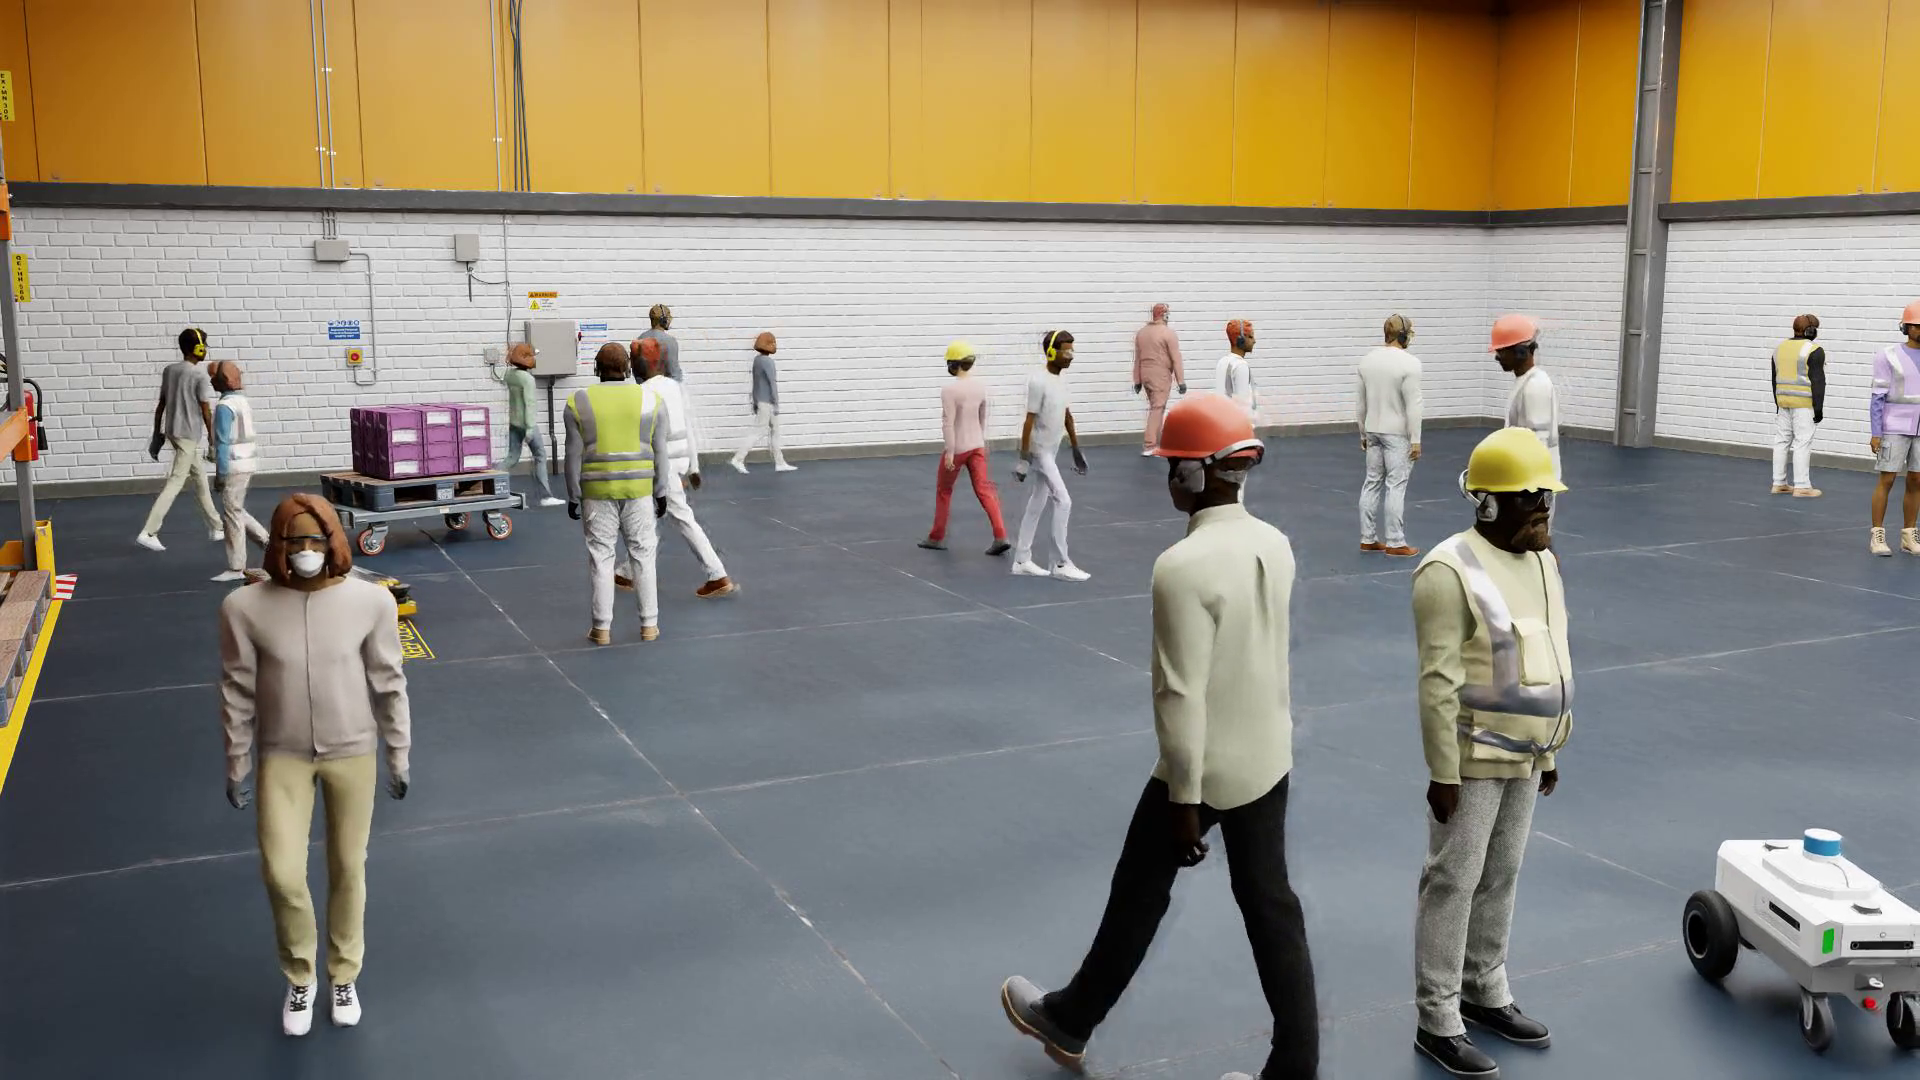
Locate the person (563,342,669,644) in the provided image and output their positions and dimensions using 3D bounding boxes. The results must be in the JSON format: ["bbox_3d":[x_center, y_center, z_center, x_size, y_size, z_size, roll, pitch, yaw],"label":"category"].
[{"bbox_3d":[-2.096,-0.284,10.165,0.633,1.841,0.429,-3,10,-19],"label":"person"}]

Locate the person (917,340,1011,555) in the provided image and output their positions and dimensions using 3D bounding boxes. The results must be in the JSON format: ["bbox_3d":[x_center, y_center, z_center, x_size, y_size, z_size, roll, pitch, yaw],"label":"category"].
[{"bbox_3d":[0.048,-0.740,13.340,0.909,1.724,0.532,9,13,44],"label":"person"}]

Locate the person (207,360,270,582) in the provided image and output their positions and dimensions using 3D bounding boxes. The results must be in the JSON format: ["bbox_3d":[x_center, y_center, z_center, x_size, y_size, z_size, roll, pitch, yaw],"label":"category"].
[{"bbox_3d":[-5.294,-0.502,12.214,0.397,1.629,0.530,-2,9,-10],"label":"person"}]

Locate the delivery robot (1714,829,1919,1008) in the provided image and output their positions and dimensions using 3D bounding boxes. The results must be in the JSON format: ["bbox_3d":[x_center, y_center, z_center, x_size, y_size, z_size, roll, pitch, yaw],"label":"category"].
[{"bbox_3d":[2.620,1.129,5.085,0.477,0.478,0.707,0,9,-1],"label":"delivery robot"}]

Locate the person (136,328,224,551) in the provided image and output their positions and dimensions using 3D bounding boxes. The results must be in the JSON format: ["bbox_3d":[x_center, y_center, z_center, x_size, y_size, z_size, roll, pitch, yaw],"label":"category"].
[{"bbox_3d":[-6.417,-0.831,13.702,0.549,1.820,1.027,5,11,30],"label":"person"}]

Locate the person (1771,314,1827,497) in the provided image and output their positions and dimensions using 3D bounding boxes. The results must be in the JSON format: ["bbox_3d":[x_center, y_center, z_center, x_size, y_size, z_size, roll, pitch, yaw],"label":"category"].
[{"bbox_3d":[8.501,-1.359,16.835,0.429,1.844,0.626,-3,10,-17],"label":"person"}]

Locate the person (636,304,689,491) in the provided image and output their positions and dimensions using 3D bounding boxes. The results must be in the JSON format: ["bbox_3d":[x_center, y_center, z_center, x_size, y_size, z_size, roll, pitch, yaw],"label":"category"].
[{"bbox_3d":[-3.091,-1.467,17.197,0.635,1.938,0.360,8,12,40],"label":"person"}]

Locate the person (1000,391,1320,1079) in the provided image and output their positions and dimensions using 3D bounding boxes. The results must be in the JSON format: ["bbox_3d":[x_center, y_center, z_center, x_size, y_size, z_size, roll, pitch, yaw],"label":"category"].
[{"bbox_3d":[0.591,0.571,4.531,1.016,1.941,0.637,9,13,43],"label":"person"}]

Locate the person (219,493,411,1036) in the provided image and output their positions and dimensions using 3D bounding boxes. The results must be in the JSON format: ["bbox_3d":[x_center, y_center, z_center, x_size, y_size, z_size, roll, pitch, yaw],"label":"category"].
[{"bbox_3d":[-1.887,0.668,4.907,0.522,1.617,0.425,-4,10,-23],"label":"person"}]

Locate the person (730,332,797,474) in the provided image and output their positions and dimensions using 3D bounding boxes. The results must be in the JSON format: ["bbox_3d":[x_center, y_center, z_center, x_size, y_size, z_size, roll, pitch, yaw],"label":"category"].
[{"bbox_3d":[-2.240,-1.546,18.734,0.792,1.604,0.507,-4,10,-26],"label":"person"}]

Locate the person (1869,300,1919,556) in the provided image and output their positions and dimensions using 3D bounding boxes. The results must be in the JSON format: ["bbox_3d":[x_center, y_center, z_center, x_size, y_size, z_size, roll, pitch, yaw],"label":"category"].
[{"bbox_3d":[7.559,-0.882,13.235,0.607,2.048,0.370,0,9,1],"label":"person"}]

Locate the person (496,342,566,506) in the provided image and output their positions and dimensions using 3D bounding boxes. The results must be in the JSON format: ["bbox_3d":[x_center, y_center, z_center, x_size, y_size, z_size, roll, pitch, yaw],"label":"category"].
[{"bbox_3d":[-4.231,-1.097,15.953,0.772,1.603,0.510,-8,12,-42],"label":"person"}]

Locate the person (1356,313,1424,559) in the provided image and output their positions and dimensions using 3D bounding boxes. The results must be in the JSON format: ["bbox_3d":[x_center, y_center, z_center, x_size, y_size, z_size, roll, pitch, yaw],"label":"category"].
[{"bbox_3d":[3.411,-0.822,13.201,0.352,1.937,0.635,-6,11,-32],"label":"person"}]

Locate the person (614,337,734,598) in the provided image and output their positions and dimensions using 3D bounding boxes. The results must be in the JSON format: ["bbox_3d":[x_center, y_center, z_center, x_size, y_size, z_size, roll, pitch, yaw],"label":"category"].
[{"bbox_3d":[-2.055,-0.493,11.549,1.085,1.819,0.592,2,9,15],"label":"person"}]

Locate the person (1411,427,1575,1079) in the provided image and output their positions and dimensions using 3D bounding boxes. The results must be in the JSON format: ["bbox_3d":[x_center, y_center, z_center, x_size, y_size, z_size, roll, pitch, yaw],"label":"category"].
[{"bbox_3d":[1.527,0.593,4.740,0.588,1.835,0.403,-8,12,-41],"label":"person"}]

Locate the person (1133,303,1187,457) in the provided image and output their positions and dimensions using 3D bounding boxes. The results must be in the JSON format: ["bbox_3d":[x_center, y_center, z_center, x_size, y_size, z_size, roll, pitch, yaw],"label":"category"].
[{"bbox_3d":[2.505,-1.961,20.439,0.750,1.881,0.659,-6,11,-33],"label":"person"}]

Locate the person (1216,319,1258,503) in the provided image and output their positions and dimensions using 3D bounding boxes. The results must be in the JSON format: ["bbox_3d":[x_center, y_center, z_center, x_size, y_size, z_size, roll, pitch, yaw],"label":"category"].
[{"bbox_3d":[2.255,-0.853,13.566,0.355,1.883,0.575,-2,9,-11],"label":"person"}]

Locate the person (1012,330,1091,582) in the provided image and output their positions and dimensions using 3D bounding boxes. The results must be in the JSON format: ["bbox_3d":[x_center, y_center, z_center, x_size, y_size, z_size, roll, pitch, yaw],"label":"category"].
[{"bbox_3d":[0.724,-0.619,12.244,0.784,1.832,0.520,4,10,21],"label":"person"}]

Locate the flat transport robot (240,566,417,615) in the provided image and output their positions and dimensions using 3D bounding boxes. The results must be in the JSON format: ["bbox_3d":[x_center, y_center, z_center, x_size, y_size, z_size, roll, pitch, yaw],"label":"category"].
[{"bbox_3d":[-4.258,0.339,11.153,0.652,0.197,1.431,-8,12,-41],"label":"flat transport robot"}]

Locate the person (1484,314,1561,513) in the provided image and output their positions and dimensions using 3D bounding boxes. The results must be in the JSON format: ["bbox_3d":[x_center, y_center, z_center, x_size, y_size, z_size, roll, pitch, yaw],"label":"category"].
[{"bbox_3d":[3.411,-0.355,10.077,0.536,2.007,0.681,3,10,18],"label":"person"}]
